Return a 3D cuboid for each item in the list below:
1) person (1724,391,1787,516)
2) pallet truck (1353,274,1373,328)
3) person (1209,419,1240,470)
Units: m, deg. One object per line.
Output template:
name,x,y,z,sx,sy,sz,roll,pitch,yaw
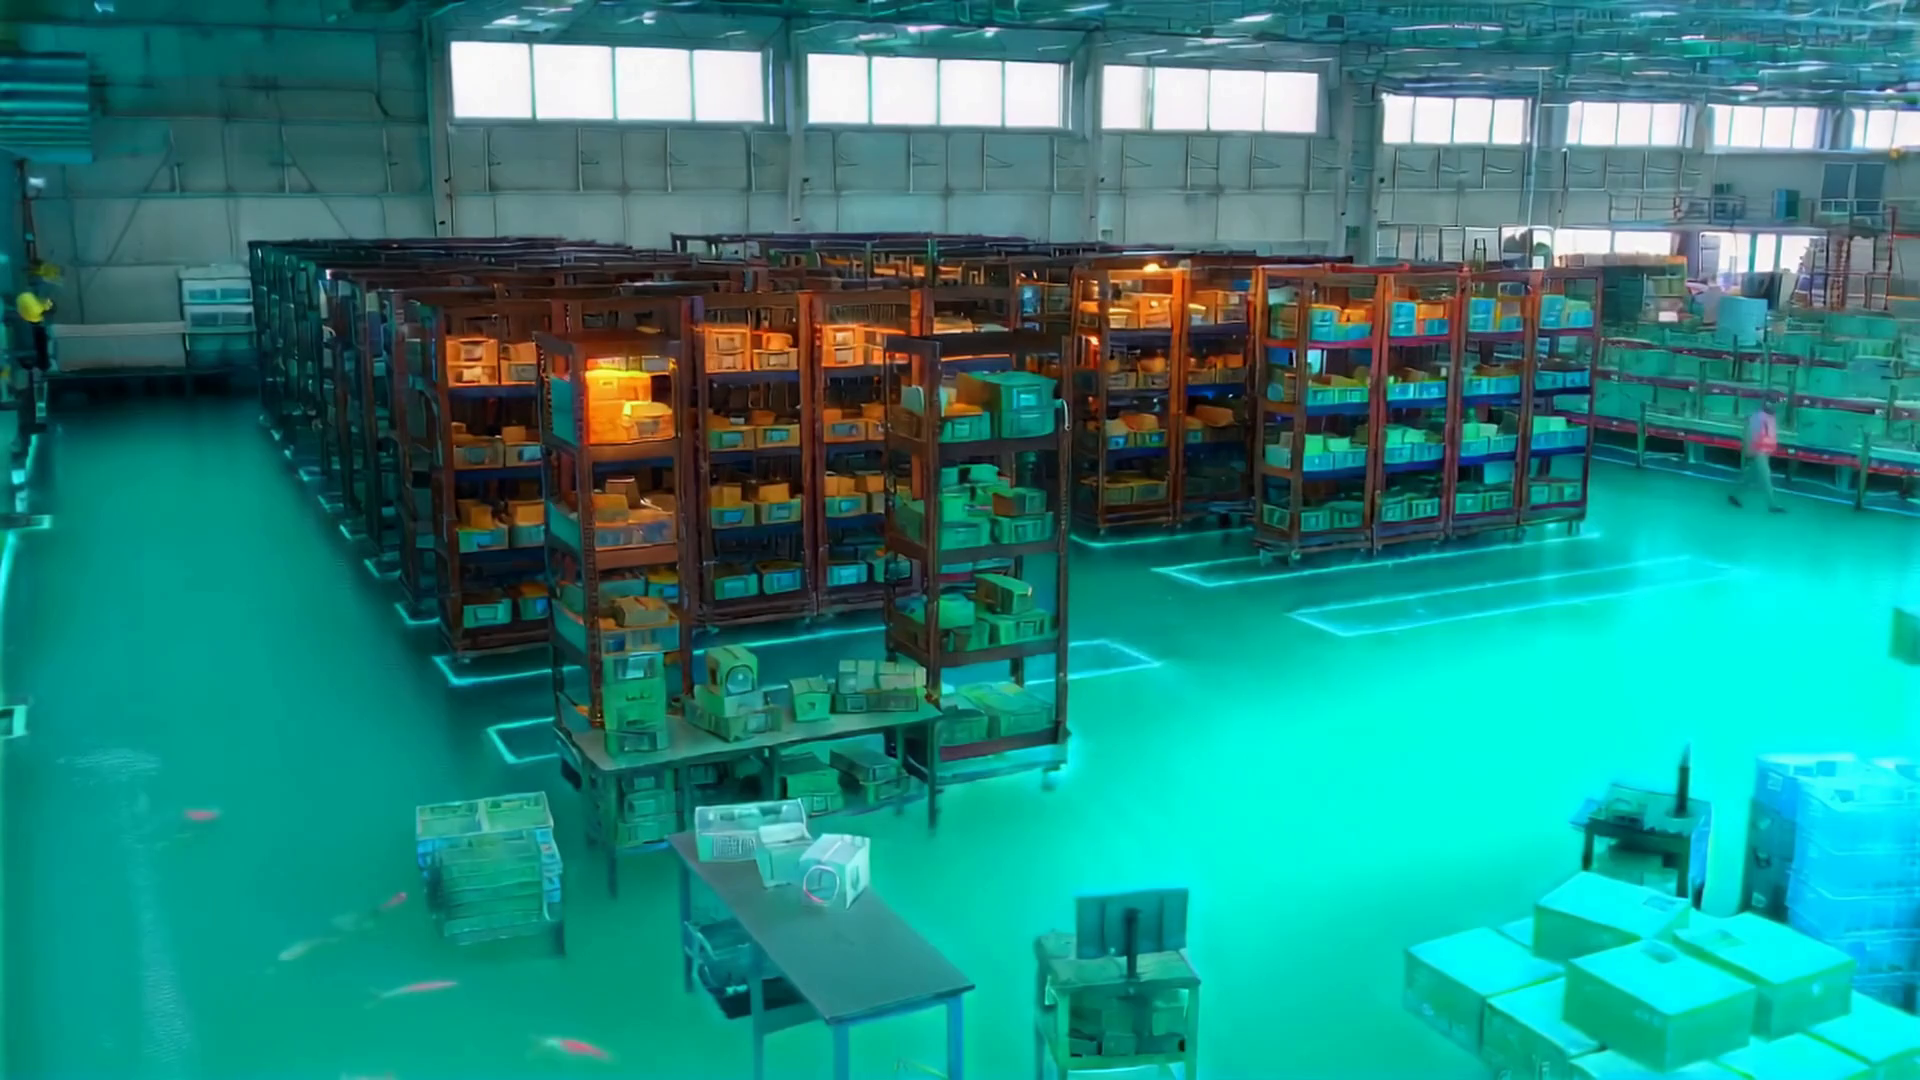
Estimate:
person,11.605,-1.294,24.149,0.604,1.793,0.932,-11,16,-42
pallet truck,13.011,-8.050,55.243,0.823,1.965,1.885,-7,14,-28
person,4.670,-2.166,27.721,0.992,2.009,0.608,-7,14,-29
